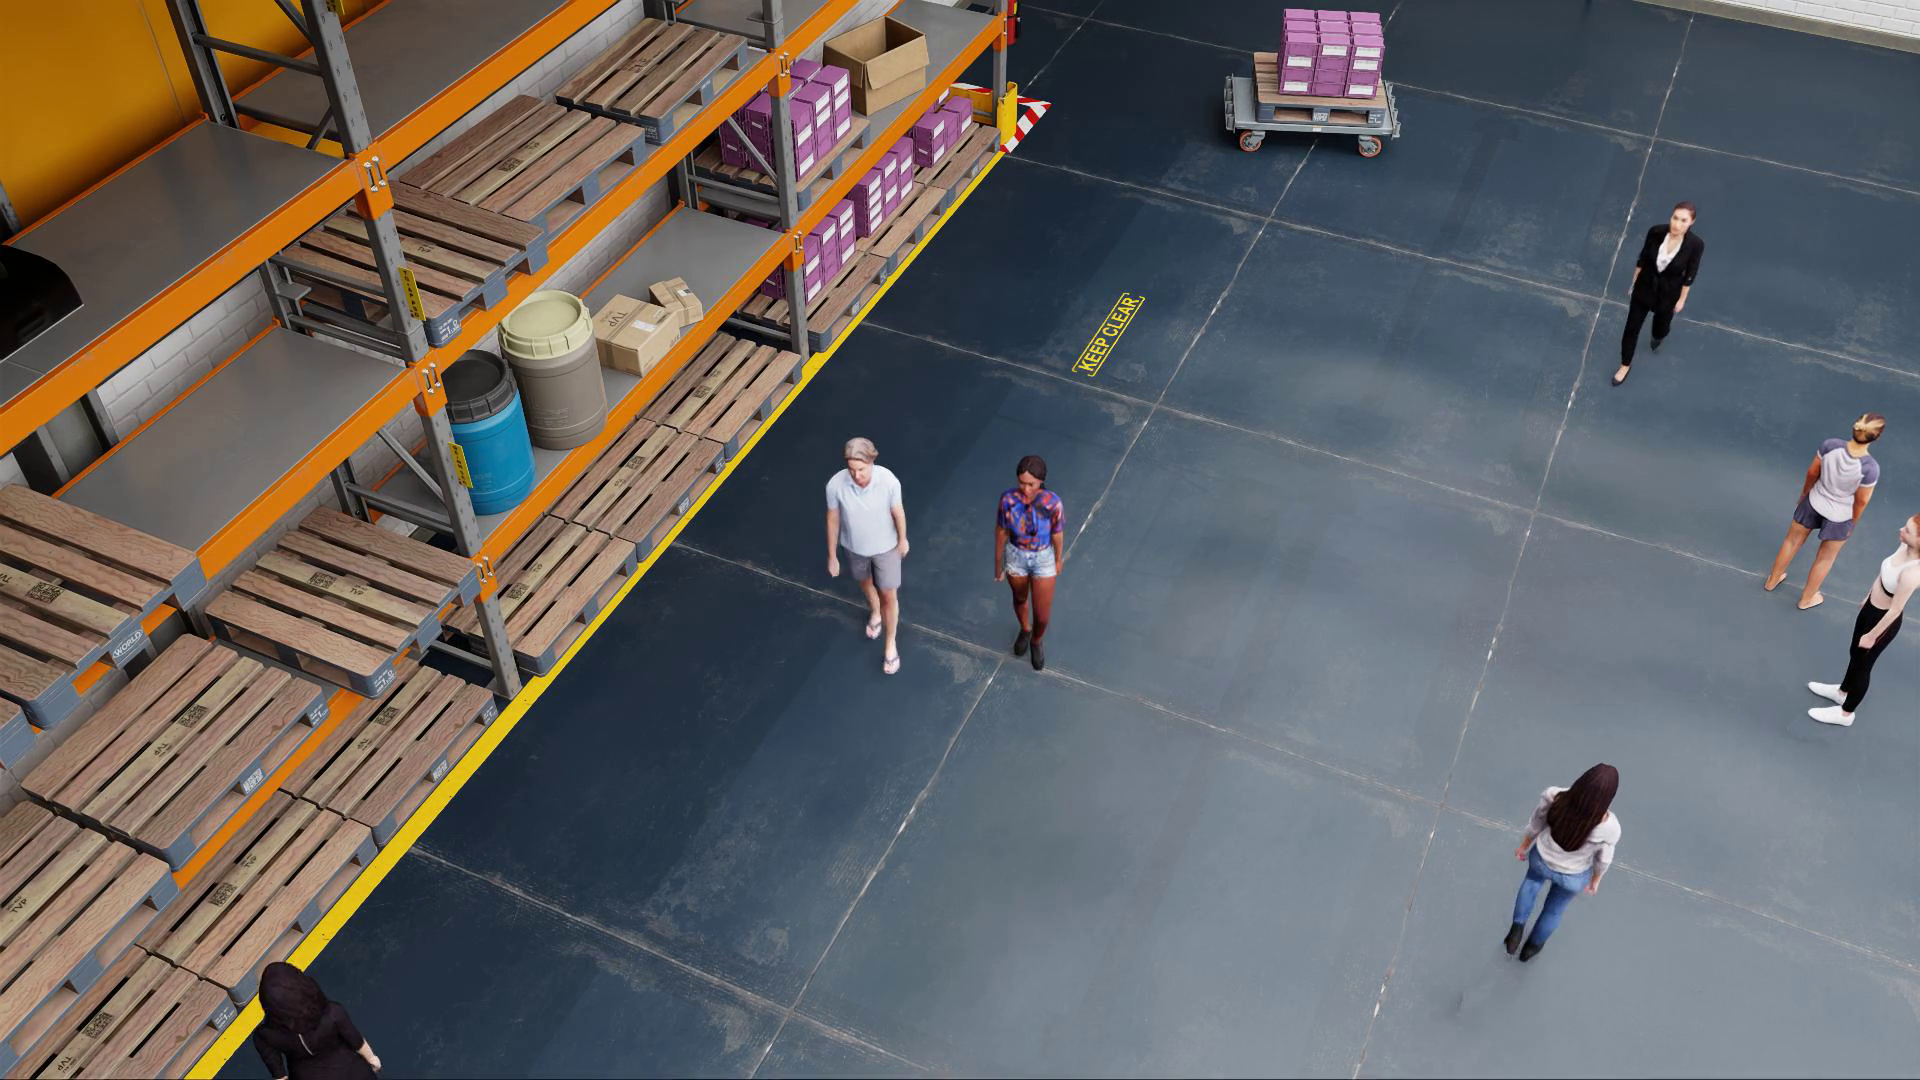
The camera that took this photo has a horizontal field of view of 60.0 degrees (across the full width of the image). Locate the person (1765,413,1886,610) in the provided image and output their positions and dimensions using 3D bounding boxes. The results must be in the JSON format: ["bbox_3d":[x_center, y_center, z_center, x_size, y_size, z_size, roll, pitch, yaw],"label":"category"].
[{"bbox_3d":[5.879,-0.209,11.248,0.652,1.624,0.652,-31,52,-28],"label":"person"}]

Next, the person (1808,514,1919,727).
[{"bbox_3d":[5.766,0.497,10.422,0.638,1.741,0.439,16,46,17],"label":"person"}]

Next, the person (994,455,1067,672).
[{"bbox_3d":[0.469,0.083,10.867,0.677,1.728,0.718,7,44,7],"label":"person"}]

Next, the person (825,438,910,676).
[{"bbox_3d":[-0.575,-0.046,10.943,0.821,1.808,0.955,4,44,5],"label":"person"}]

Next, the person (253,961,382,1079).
[{"bbox_3d":[-3.044,2.693,8.088,0.944,1.782,1.027,-12,45,-12],"label":"person"}]

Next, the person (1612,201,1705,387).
[{"bbox_3d":[5.515,-1.975,13.086,0.715,1.645,0.918,29,51,27],"label":"person"}]

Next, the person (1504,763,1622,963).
[{"bbox_3d":[3.248,1.835,9.108,0.689,1.617,0.689,28,50,26],"label":"person"}]
